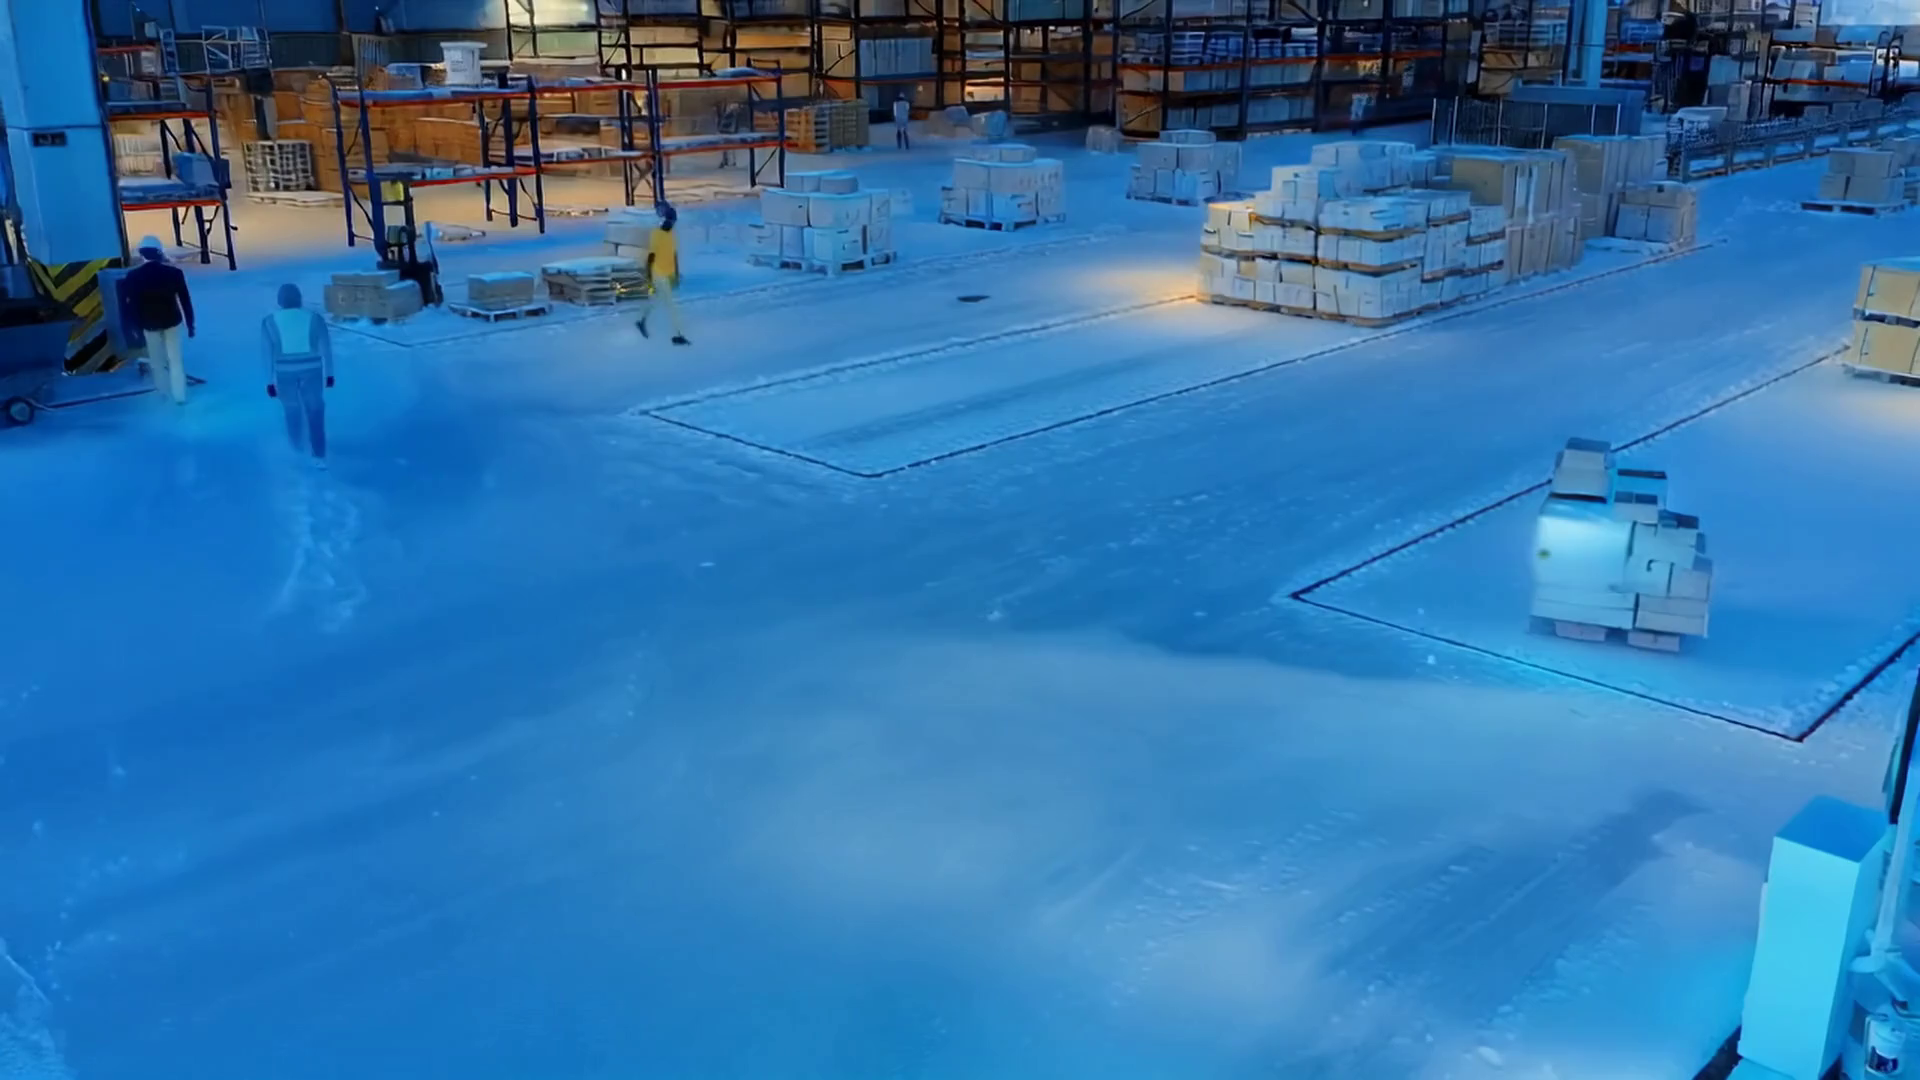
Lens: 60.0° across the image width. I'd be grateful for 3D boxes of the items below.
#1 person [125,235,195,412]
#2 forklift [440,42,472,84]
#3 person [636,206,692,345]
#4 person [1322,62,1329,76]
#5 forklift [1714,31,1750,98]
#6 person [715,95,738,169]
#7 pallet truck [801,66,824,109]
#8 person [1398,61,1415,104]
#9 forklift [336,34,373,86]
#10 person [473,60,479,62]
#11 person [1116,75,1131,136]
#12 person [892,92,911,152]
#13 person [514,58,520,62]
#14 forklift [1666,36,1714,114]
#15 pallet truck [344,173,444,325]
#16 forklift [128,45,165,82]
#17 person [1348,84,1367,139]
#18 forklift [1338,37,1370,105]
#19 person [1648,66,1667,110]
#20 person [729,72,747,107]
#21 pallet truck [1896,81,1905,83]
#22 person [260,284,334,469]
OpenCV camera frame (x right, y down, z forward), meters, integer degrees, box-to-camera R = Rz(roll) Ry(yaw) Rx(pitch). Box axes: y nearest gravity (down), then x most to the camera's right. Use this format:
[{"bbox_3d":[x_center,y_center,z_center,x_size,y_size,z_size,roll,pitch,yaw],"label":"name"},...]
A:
[{"bbox_3d":[-8.899,-2.428,18.583,0.641,1.937,1.057,-8,20,-22],"label":"person"},{"bbox_3d":[-16.800,-15.261,55.760,1.873,2.768,1.129,16,24,41],"label":"forklift"},{"bbox_3d":[-3.986,-3.519,22.036,0.896,1.831,0.539,9,20,24],"label":"person"},{"bbox_3d":[14.811,-18.798,68.056,0.691,1.832,1.028,-8,20,-23],"label":"person"},{"bbox_3d":[32.363,-19.911,69.771,1.129,2.768,1.873,17,25,41],"label":"forklift"},{"bbox_3d":[-6.079,-10.616,43.296,0.588,1.908,0.392,1,18,4],"label":"person"},{"bbox_3d":[-4.812,-15.182,56.903,0.823,1.965,1.885,-9,21,-26],"label":"pallet truck"},{"bbox_3d":[18.142,-18.501,67.323,0.869,1.735,0.544,-12,22,-32],"label":"person"},{"bbox_3d":[-23.355,-18.333,65.015,1.129,2.768,1.873,17,25,41],"label":"forklift"},{"bbox_3d":[-18.403,-17.347,63.523,0.648,1.944,1.038,0,18,0],"label":"person"},{"bbox_3d":[5.124,-13.830,52.974,0.570,1.895,0.925,15,24,38],"label":"person"},{"bbox_3d":[-1.699,-12.069,48.014,0.539,1.687,0.369,-8,20,-22],"label":"person"},{"bbox_3d":[-17.511,-18.002,65.565,0.520,1.933,0.661,3,19,8],"label":"person"},{"bbox_3d":[27.341,-17.291,61.877,1.129,2.768,1.873,17,25,41],"label":"forklift"},{"bbox_3d":[-8.209,-4.181,23.757,0.823,1.965,1.885,3,19,9],"label":"pallet truck"},{"bbox_3d":[-25.619,-14.248,52.709,1.873,2.768,1.129,13,22,34],"label":"forklift"},{"bbox_3d":[12.423,-13.425,52.099,0.546,1.671,0.569,17,25,42],"label":"person"},{"bbox_3d":[14.339,-17.228,61.688,1.129,2.768,1.873,17,25,41],"label":"forklift"},{"bbox_3d":[27.128,-17.548,64.577,0.605,1.670,0.339,8,20,23],"label":"person"},{"bbox_3d":[-7.581,-15.021,56.623,0.709,1.873,0.413,6,19,19],"label":"person"},{"bbox_3d":[34.802,-16.331,61.455,0.653,1.274,1.630,17,25,41],"label":"pallet truck"},{"bbox_3d":[-6.471,-1.604,16.317,0.644,1.803,0.952,-8,20,-22],"label":"person"}]
